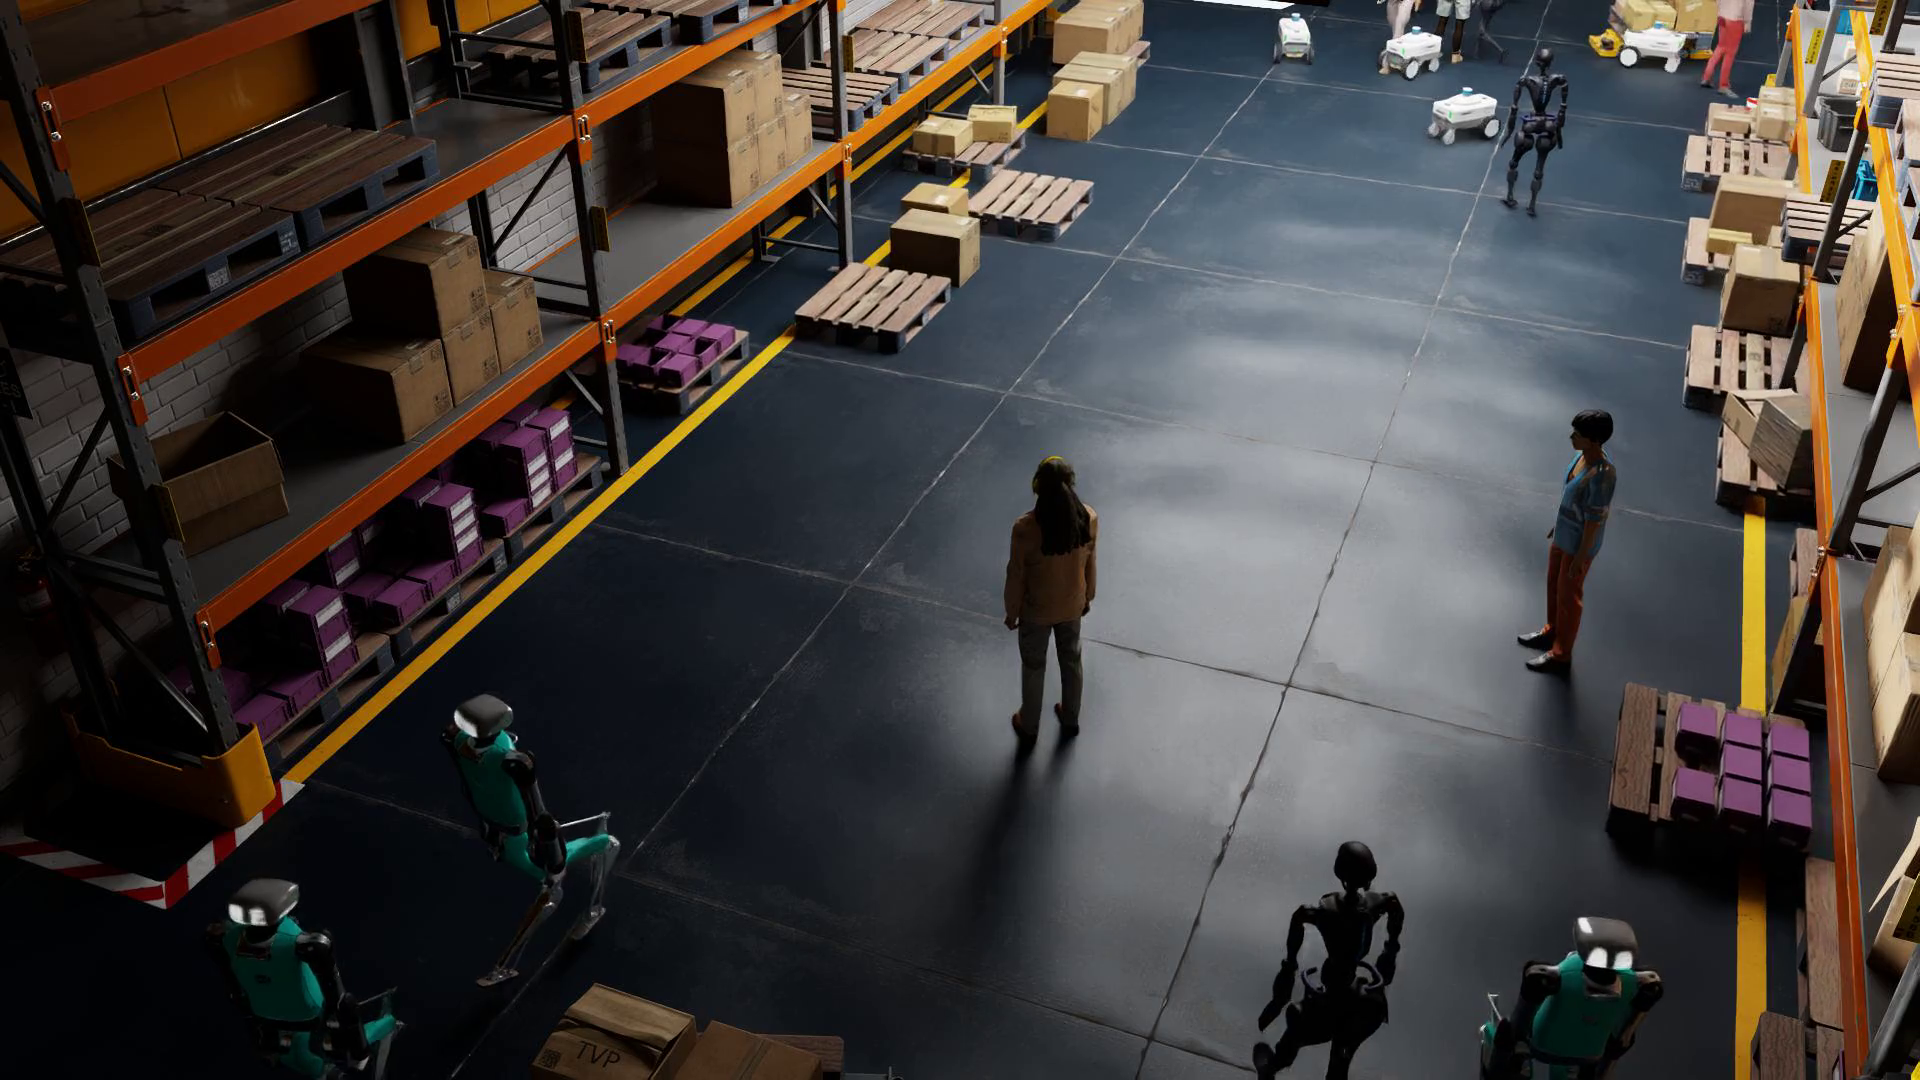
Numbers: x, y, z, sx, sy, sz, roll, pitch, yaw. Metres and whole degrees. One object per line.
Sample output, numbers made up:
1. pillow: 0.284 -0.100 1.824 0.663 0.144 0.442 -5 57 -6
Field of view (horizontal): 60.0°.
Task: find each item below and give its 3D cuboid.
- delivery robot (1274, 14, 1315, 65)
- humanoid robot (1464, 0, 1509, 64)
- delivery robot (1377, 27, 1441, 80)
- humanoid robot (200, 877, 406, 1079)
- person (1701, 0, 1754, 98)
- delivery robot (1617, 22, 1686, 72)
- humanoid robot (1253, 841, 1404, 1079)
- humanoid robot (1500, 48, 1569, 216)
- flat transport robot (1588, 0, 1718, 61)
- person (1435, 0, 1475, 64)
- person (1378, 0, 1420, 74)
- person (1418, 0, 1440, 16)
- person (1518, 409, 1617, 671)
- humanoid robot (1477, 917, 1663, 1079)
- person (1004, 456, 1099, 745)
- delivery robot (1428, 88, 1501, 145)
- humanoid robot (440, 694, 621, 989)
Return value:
1. delivery robot: 4.263 -6.416 21.247 0.499 0.583 0.774 2 33 3
2. humanoid robot: 6.763 -6.846 20.901 0.585 1.632 0.601 28 42 36
3. delivery robot: 5.633 -6.079 20.751 0.809 0.611 0.499 -20 38 -27
4. humanoid robot: -2.701 2.020 7.142 0.541 1.824 0.747 5 33 7
5. person: 9.244 -6.197 19.846 0.332 1.732 0.691 -6 33 -9
6. delivery robot: 8.717 -6.239 20.999 0.792 0.611 0.499 16 36 23
7. humanoid robot: 1.601 1.974 7.257 0.594 1.632 0.694 -8 34 -12
8. humanoid robot: 5.744 -4.091 16.621 0.599 1.650 0.379 1 33 1
9. flat transport robot: 8.952 -6.424 21.534 1.431 0.231 0.659 2 33 4
10. person: 6.243 -6.851 20.881 0.532 1.693 0.320 25 40 33
11. person: 5.486 -6.750 20.669 0.484 1.744 0.786 27 42 35
12. person: 6.570 -8.071 22.597 0.571 1.880 0.559 28 42 36
13. person: 3.760 -0.005 10.230 0.339 1.758 0.502 1 33 1
14. humanoid robot: 2.432 2.119 6.958 0.563 1.747 0.949 1 33 1
15. person: 0.529 0.367 9.554 0.561 1.869 0.390 -13 35 -19
16. delivery robot: 5.692 -4.793 18.749 0.791 0.598 0.499 -15 36 -22
17. humanoid robot: -2.039 1.391 8.080 0.549 1.727 1.005 19 37 26
